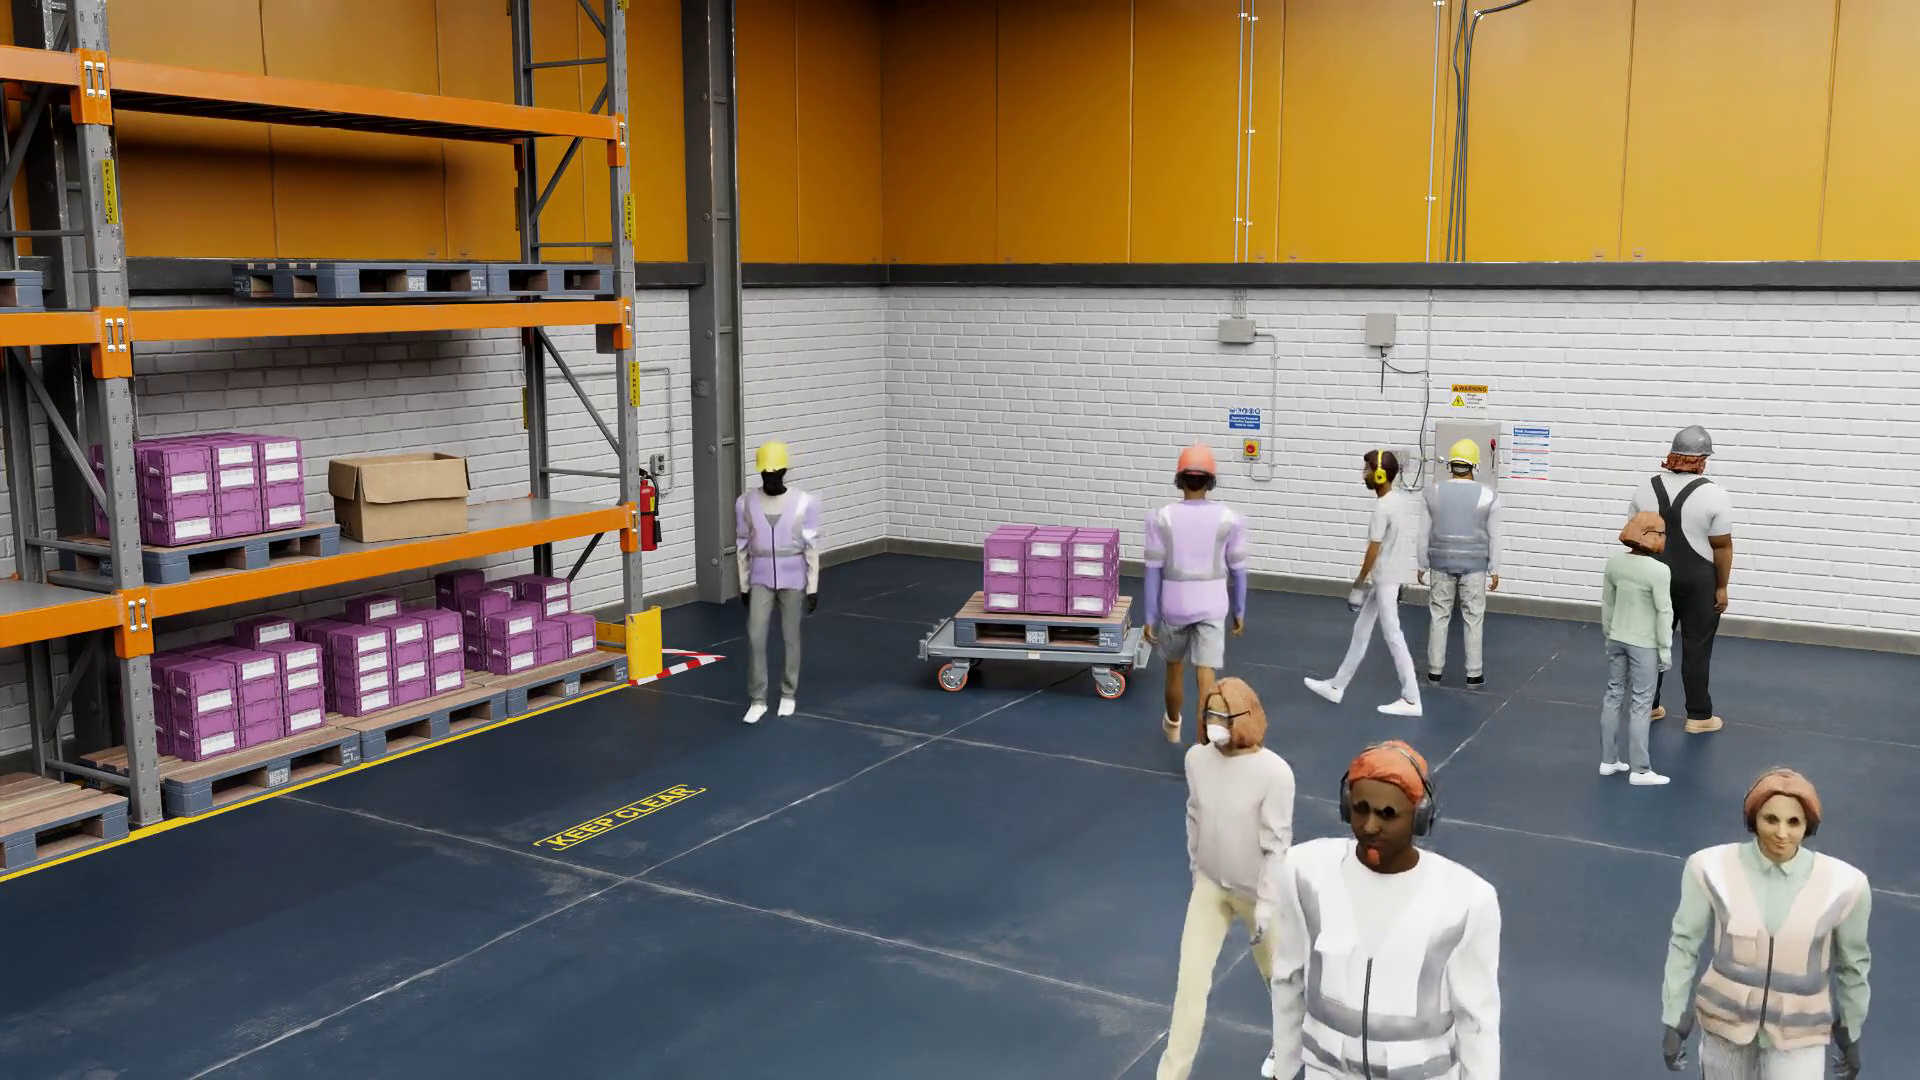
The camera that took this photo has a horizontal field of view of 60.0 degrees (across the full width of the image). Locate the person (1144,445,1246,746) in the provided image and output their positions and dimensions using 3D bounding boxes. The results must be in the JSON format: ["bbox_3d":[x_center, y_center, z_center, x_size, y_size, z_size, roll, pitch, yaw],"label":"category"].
[{"bbox_3d":[1.448,0.403,10.272,0.625,1.984,1.015,1,9,8],"label":"person"}]

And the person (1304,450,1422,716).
[{"bbox_3d":[2.815,0.292,11.469,0.870,1.822,0.528,4,10,24],"label":"person"}]

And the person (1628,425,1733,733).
[{"bbox_3d":[4.833,0.246,11.087,0.538,2.000,0.681,-7,12,-39],"label":"person"}]

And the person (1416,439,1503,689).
[{"bbox_3d":[3.653,0.175,12.178,0.603,1.830,0.404,4,10,21],"label":"person"}]

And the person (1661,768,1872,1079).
[{"bbox_3d":[2.328,1.463,4.841,0.544,1.592,0.835,5,10,27],"label":"person"}]

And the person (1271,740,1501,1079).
[{"bbox_3d":[1.027,1.438,4.195,0.611,1.859,0.744,5,10,27],"label":"person"}]

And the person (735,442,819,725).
[{"bbox_3d":[-1.242,0.296,11.215,0.588,1.904,0.722,0,9,3],"label":"person"}]

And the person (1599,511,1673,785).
[{"bbox_3d":[4.036,0.635,9.921,0.281,1.633,0.498,-4,10,-22],"label":"person"}]

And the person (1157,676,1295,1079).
[{"bbox_3d":[1.002,1.276,6.079,0.506,1.582,0.890,8,12,41],"label":"person"}]
